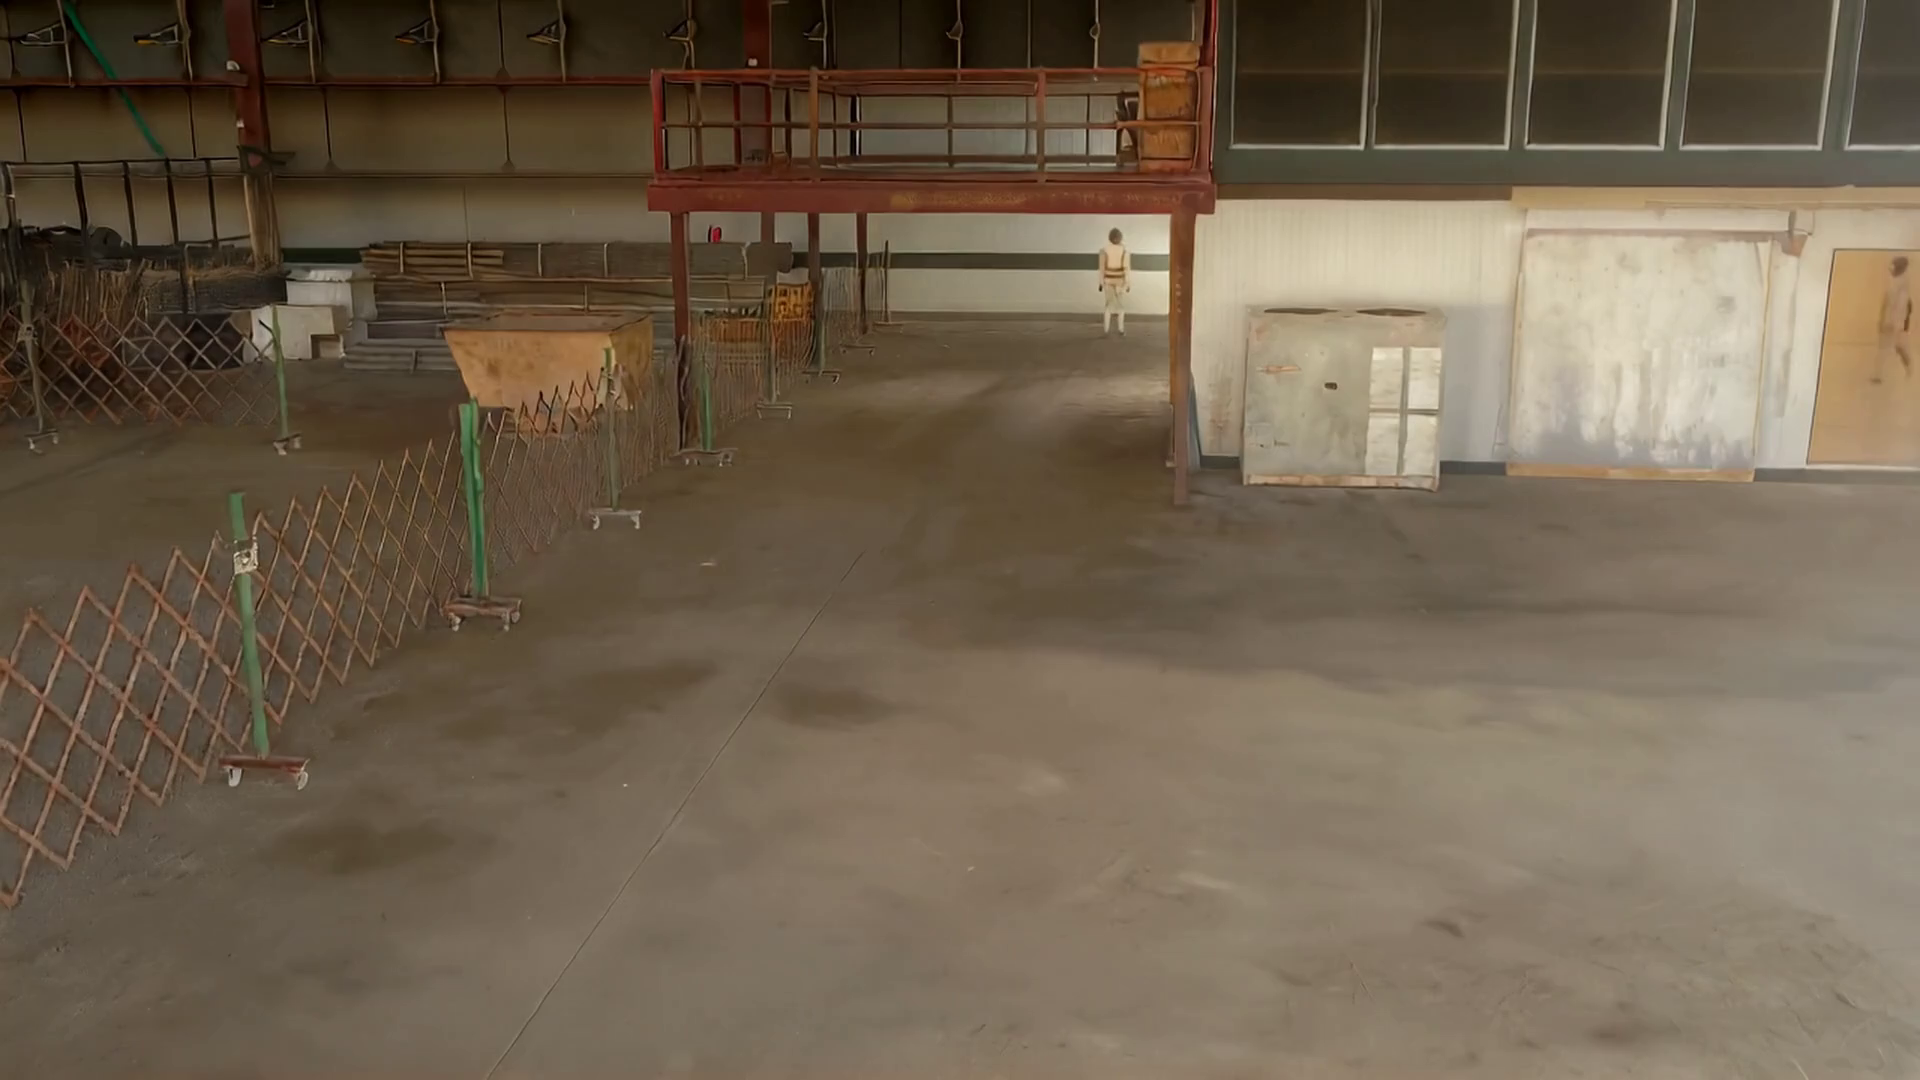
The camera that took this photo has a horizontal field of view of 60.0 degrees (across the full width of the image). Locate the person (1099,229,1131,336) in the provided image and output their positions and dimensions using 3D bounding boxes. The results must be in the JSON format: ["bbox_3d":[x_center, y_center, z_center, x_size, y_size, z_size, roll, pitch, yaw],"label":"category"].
[{"bbox_3d":[2.746,-4.572,29.563,0.573,1.883,0.356,2,14,7],"label":"person"}]
